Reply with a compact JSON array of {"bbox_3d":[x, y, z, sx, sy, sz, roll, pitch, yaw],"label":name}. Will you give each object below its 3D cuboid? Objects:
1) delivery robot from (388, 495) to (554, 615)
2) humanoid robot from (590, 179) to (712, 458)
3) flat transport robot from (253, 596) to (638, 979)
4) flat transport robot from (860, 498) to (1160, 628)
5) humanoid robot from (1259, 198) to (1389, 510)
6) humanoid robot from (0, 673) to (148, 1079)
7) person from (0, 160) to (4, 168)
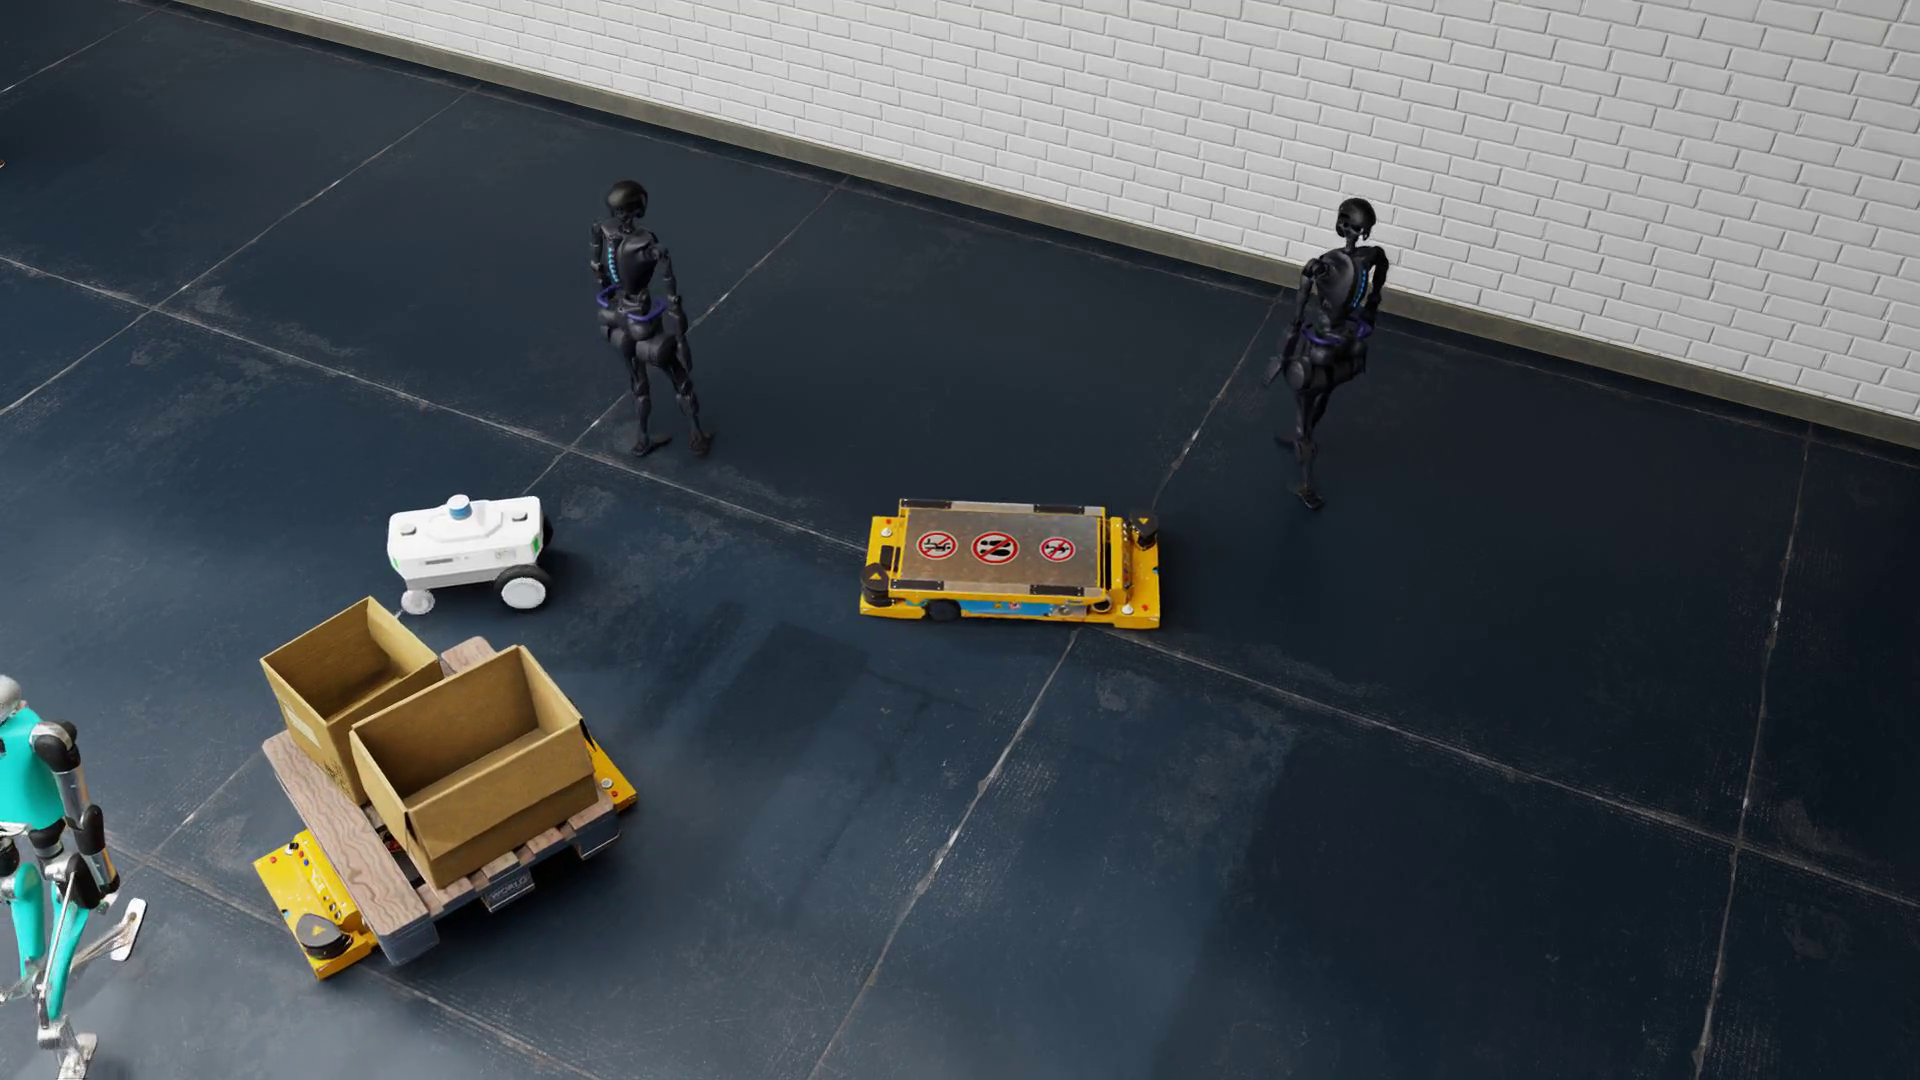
[{"bbox_3d":[-2.334,0.036,8.009,0.784,0.599,0.499,-8,43,-8],"label":"delivery robot"},{"bbox_3d":[-1.602,-1.125,8.435,0.599,1.652,0.408,23,48,23],"label":"humanoid robot"},{"bbox_3d":[-2.141,1.198,6.963,1.431,0.231,0.659,-28,50,-27],"label":"flat transport robot"},{"bbox_3d":[0.254,0.115,8.131,1.431,0.231,0.659,2,43,3],"label":"flat transport robot"},{"bbox_3d":[1.781,-0.959,8.277,0.624,1.634,0.615,-19,46,-19],"label":"humanoid robot"},{"bbox_3d":[-3.254,1.276,5.785,0.544,1.714,0.985,4,43,4],"label":"humanoid robot"},{"bbox_3d":[-6.632,-3.084,10.577,0.498,1.633,0.280,18,46,19],"label":"person"}]
